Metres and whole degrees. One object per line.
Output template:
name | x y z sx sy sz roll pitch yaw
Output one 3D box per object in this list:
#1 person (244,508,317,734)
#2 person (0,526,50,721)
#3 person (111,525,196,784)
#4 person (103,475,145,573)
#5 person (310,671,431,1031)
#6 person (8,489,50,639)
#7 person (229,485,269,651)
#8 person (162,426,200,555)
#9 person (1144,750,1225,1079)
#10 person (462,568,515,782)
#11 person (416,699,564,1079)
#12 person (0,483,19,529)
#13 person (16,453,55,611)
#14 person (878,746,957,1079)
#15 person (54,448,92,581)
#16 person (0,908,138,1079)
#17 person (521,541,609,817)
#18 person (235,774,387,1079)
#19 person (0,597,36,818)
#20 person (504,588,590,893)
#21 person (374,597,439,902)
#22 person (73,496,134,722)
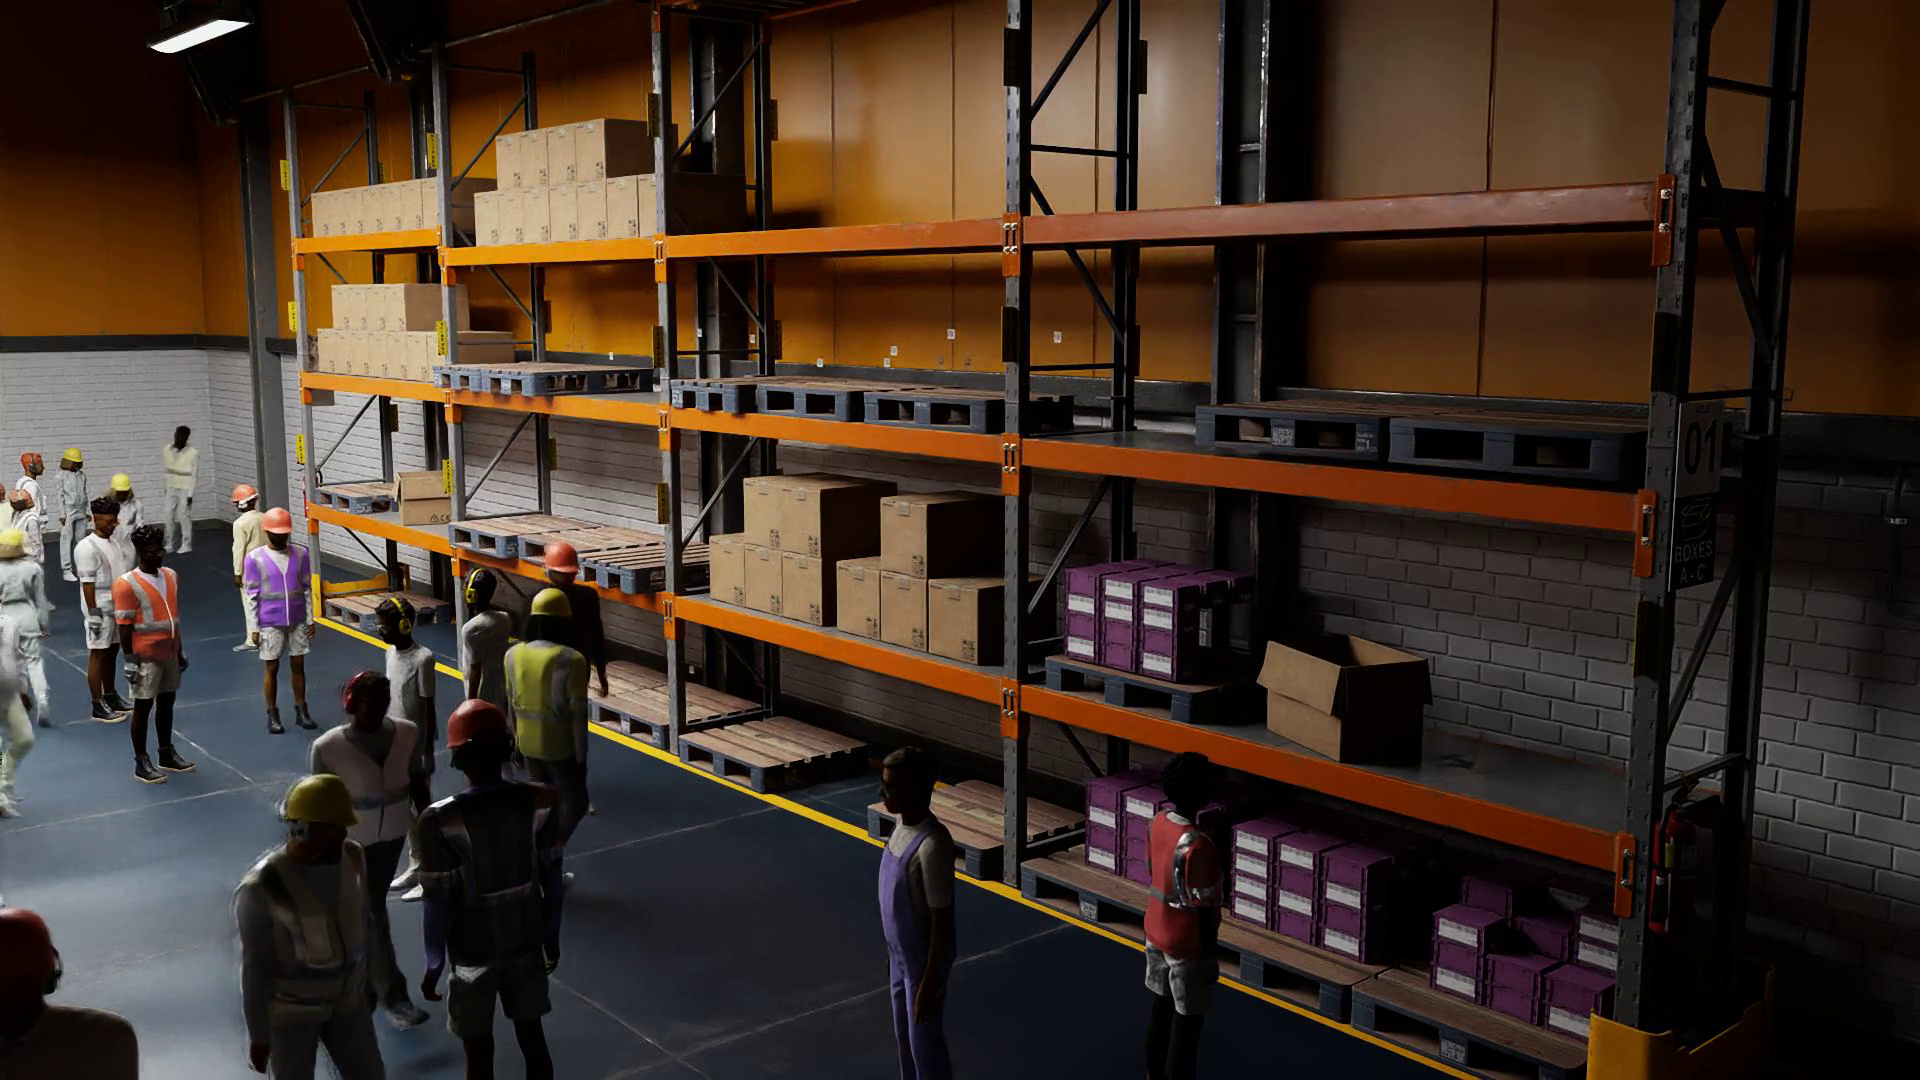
person | -5.726 0.678 14.053 0.548 1.925 0.392 -7 11 -42
person | -8.122 0.742 14.335 0.499 1.707 0.739 -7 11 -39
person | -6.137 0.853 12.672 0.361 1.964 0.614 2 8 15
person | -9.404 0.120 18.684 0.499 1.685 0.906 -6 10 -36
person | -2.954 1.548 8.444 0.981 1.787 0.560 7 11 40
person | -10.046 0.259 17.937 0.513 1.639 0.313 8 11 43
person | -7.416 0.287 17.381 0.353 1.743 0.568 2 8 11
person | -11.216 -0.708 23.872 0.684 1.859 0.667 1 8 7
person | 0.988 1.758 7.308 0.318 1.700 0.536 -3 9 -19
person | -3.205 1.113 11.204 0.314 1.869 0.535 2 8 15
person | -1.933 1.657 6.855 0.604 2.034 0.386 -7 11 -39
person | -10.811 0.145 18.726 0.308 1.641 0.517 4 9 24
person | -10.915 -0.092 19.576 0.355 1.877 0.574 -6 10 -36
person | -0.192 1.750 6.857 0.344 1.846 0.507 -3 9 -20
person | -11.580 -0.340 21.768 0.307 1.736 0.484 2 9 17
person | -2.627 1.990 4.717 0.618 1.986 0.408 -4 9 -24
person | -2.904 0.954 12.030 0.600 1.957 0.930 -8 11 -44
person | -2.544 1.815 6.544 0.413 1.808 0.644 5 10 32
person | -6.794 1.119 11.699 0.420 1.723 0.586 3 9 21
person | -2.516 1.245 10.160 0.587 1.905 0.498 3 9 21
person | -3.381 1.267 10.193 0.528 1.855 0.350 7 11 42
person | -7.435 0.595 14.491 0.377 1.958 0.600 -1 8 -4
